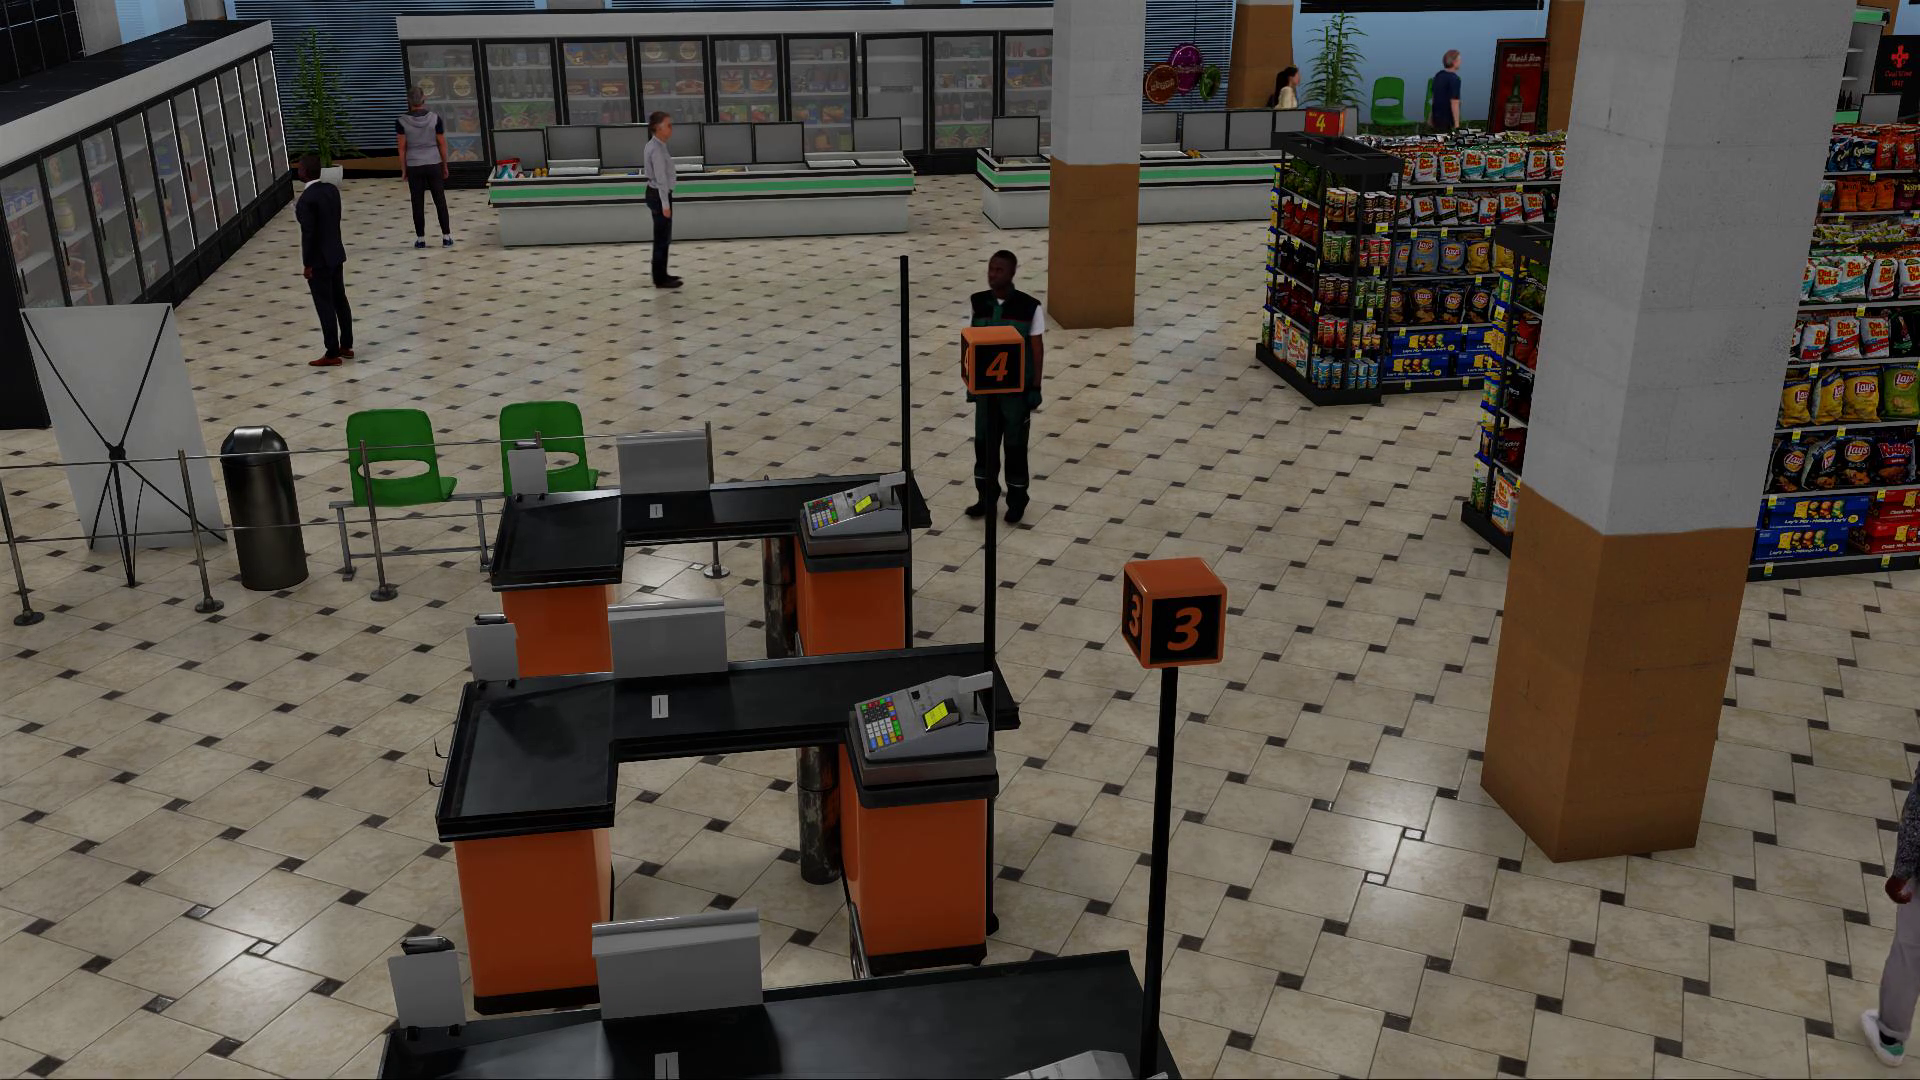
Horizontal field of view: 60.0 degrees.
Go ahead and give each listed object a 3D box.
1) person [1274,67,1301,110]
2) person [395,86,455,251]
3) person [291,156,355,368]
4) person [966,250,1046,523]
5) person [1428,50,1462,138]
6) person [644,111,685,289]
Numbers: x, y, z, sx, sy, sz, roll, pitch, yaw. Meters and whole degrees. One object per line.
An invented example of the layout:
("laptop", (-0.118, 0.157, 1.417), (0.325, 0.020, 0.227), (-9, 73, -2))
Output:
("person", (4.371, -5.651, 22.827), (0.687, 1.620, 0.666), (0, 22, -1))
("person", (-6.158, -4.275, 19.123), (0.583, 1.828, 0.798), (-9, 23, -20))
("person", (-5.581, -2.454, 14.595), (0.750, 1.824, 0.782), (5, 22, 12))
("person", (0.290, -1.015, 10.996), (0.731, 1.837, 0.840), (9, 24, 22))
("person", (6.487, -5.696, 22.625), (0.724, 1.853, 0.704), (-5, 22, -13))
("person", (-3.125, -3.549, 17.332), (0.580, 1.816, 0.667), (-6, 23, -15))
